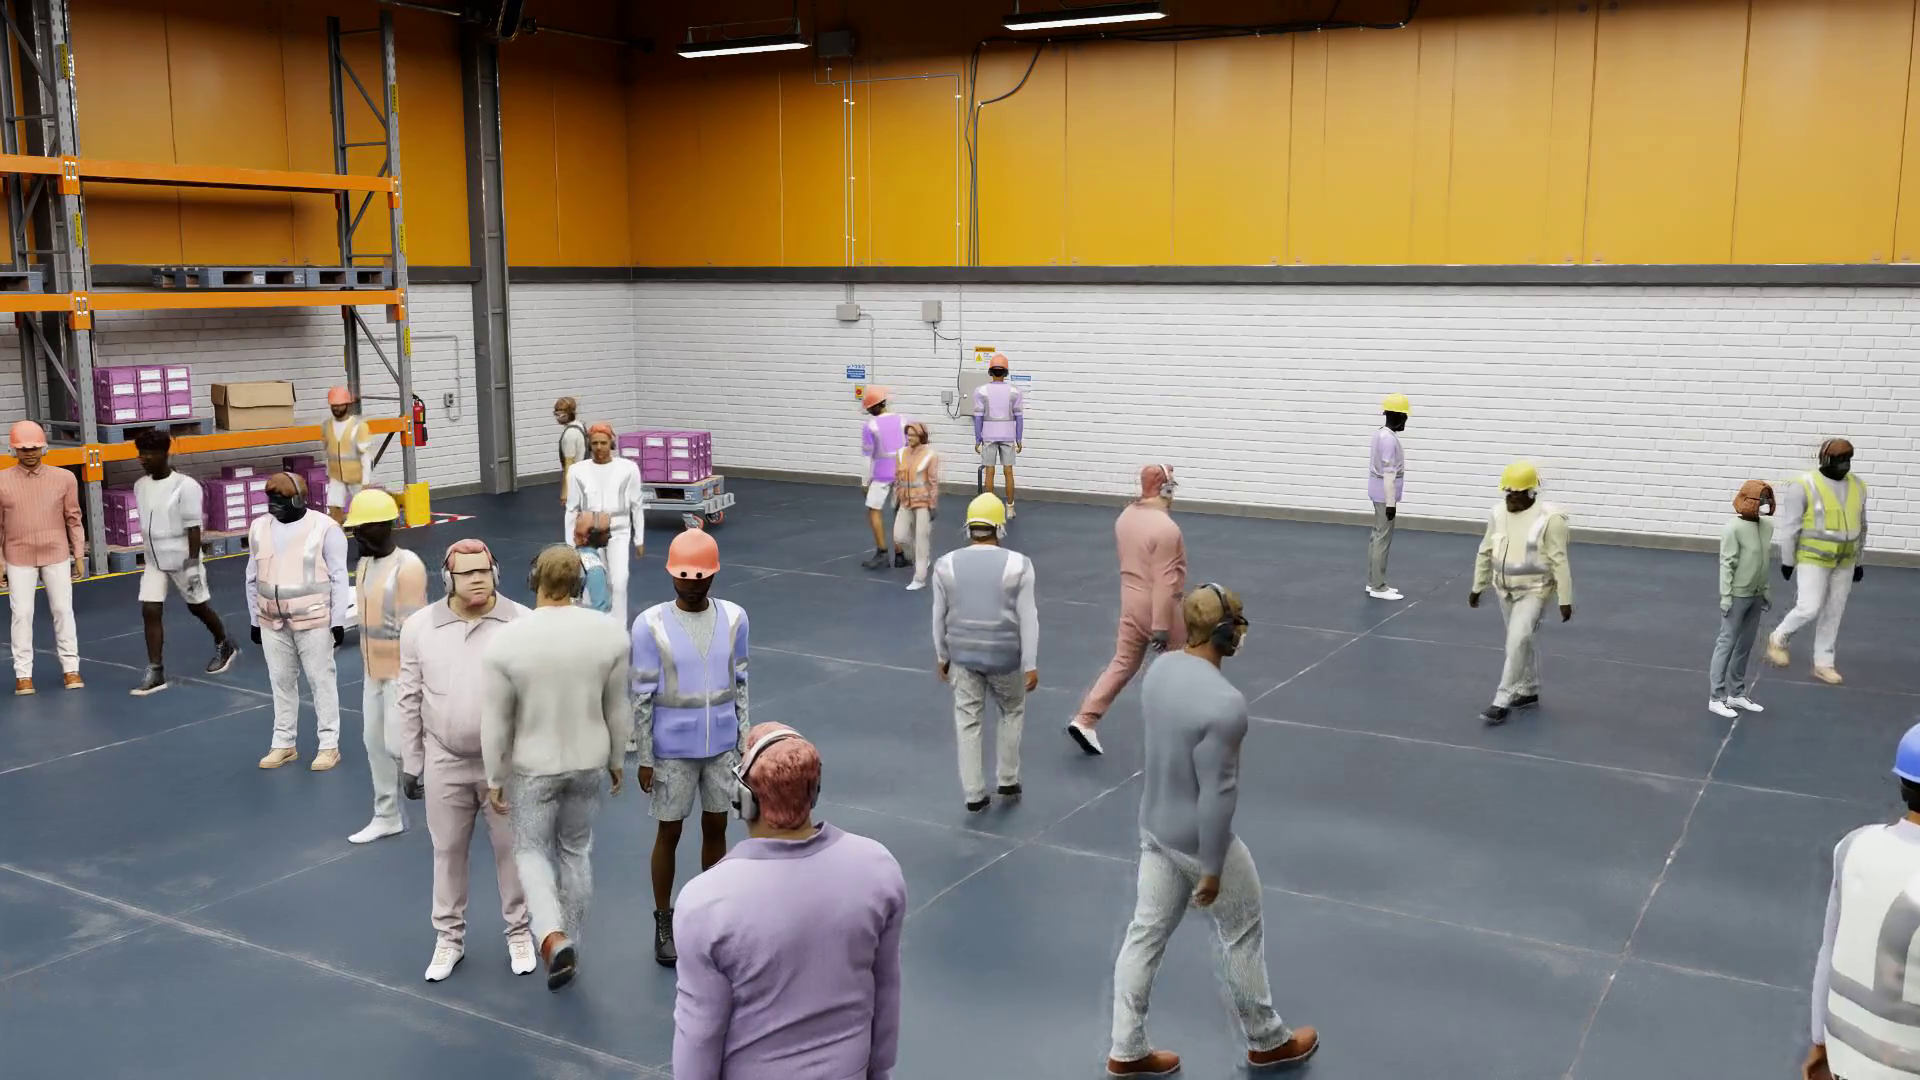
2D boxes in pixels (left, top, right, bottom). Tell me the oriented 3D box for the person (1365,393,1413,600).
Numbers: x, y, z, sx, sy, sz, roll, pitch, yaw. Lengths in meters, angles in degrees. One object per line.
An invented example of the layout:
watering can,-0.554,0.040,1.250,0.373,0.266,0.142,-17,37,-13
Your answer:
person,4.008,-0.410,15.541,0.376,1.922,0.594,1,9,7

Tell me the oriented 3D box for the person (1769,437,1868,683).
person,6.425,0.139,12.413,0.629,1.831,0.532,-2,9,-10

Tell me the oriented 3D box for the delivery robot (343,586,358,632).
delivery robot,-5.064,0.546,13.544,0.477,0.478,0.707,2,9,13

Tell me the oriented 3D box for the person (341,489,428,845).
person,-2.988,0.664,8.895,0.597,1.906,0.593,8,12,41

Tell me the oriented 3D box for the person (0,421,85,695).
person,-6.662,0.125,12.023,0.617,1.986,0.408,-6,11,-34

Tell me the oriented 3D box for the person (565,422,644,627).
person,-2.801,0.018,13.055,0.596,1.856,0.758,-1,9,-3

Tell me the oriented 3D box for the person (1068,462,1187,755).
person,1.142,0.435,10.477,0.967,1.867,0.646,-4,10,-26

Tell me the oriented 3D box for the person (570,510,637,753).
person,-2.297,0.606,10.258,0.876,1.587,0.526,-4,10,-23

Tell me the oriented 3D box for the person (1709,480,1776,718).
person,5.395,0.394,11.428,0.507,1.632,0.268,-5,11,-31

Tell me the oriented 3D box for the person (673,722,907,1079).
person,-0.453,1.402,4.276,0.639,1.913,0.409,-6,11,-34

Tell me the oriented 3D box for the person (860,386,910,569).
person,-0.740,-0.628,17.047,0.661,1.888,0.416,-4,10,-22

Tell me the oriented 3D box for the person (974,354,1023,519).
person,0.474,-1.266,20.519,0.608,2.044,0.377,0,9,-2

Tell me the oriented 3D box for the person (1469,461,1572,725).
person,3.756,0.345,11.275,0.859,1.770,0.698,-5,11,-31

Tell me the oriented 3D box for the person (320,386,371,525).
person,-6.349,-0.658,17.251,0.566,1.885,1.012,1,9,5

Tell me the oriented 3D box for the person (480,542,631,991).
person,-1.667,0.968,6.982,0.639,1.915,0.616,-5,10,-27

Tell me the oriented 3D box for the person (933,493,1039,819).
person,0.165,0.630,9.385,0.628,1.810,0.641,2,9,14

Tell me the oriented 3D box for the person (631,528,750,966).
person,-1.158,0.901,7.328,0.551,1.933,0.369,-5,11,-30

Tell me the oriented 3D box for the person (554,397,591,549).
person,-3.889,-0.568,16.955,0.346,1.808,0.721,0,9,2

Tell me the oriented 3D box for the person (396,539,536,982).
person,-2.081,0.940,7.156,0.651,1.913,0.410,-2,9,-10

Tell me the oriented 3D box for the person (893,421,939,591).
person,-0.413,-0.330,15.943,0.539,1.624,0.386,7,12,38

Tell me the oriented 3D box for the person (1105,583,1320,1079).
person,0.968,1.095,6.225,0.938,1.899,0.646,-4,10,-24

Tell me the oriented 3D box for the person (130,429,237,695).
person,-5.772,0.118,12.285,0.604,1.926,0.968,2,9,15

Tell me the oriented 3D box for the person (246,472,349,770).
person,-4.055,0.496,10.155,0.634,1.839,0.429,1,9,7

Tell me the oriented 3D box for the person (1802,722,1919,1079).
person,2.489,1.393,4.421,1.040,1.897,0.614,1,9,7
